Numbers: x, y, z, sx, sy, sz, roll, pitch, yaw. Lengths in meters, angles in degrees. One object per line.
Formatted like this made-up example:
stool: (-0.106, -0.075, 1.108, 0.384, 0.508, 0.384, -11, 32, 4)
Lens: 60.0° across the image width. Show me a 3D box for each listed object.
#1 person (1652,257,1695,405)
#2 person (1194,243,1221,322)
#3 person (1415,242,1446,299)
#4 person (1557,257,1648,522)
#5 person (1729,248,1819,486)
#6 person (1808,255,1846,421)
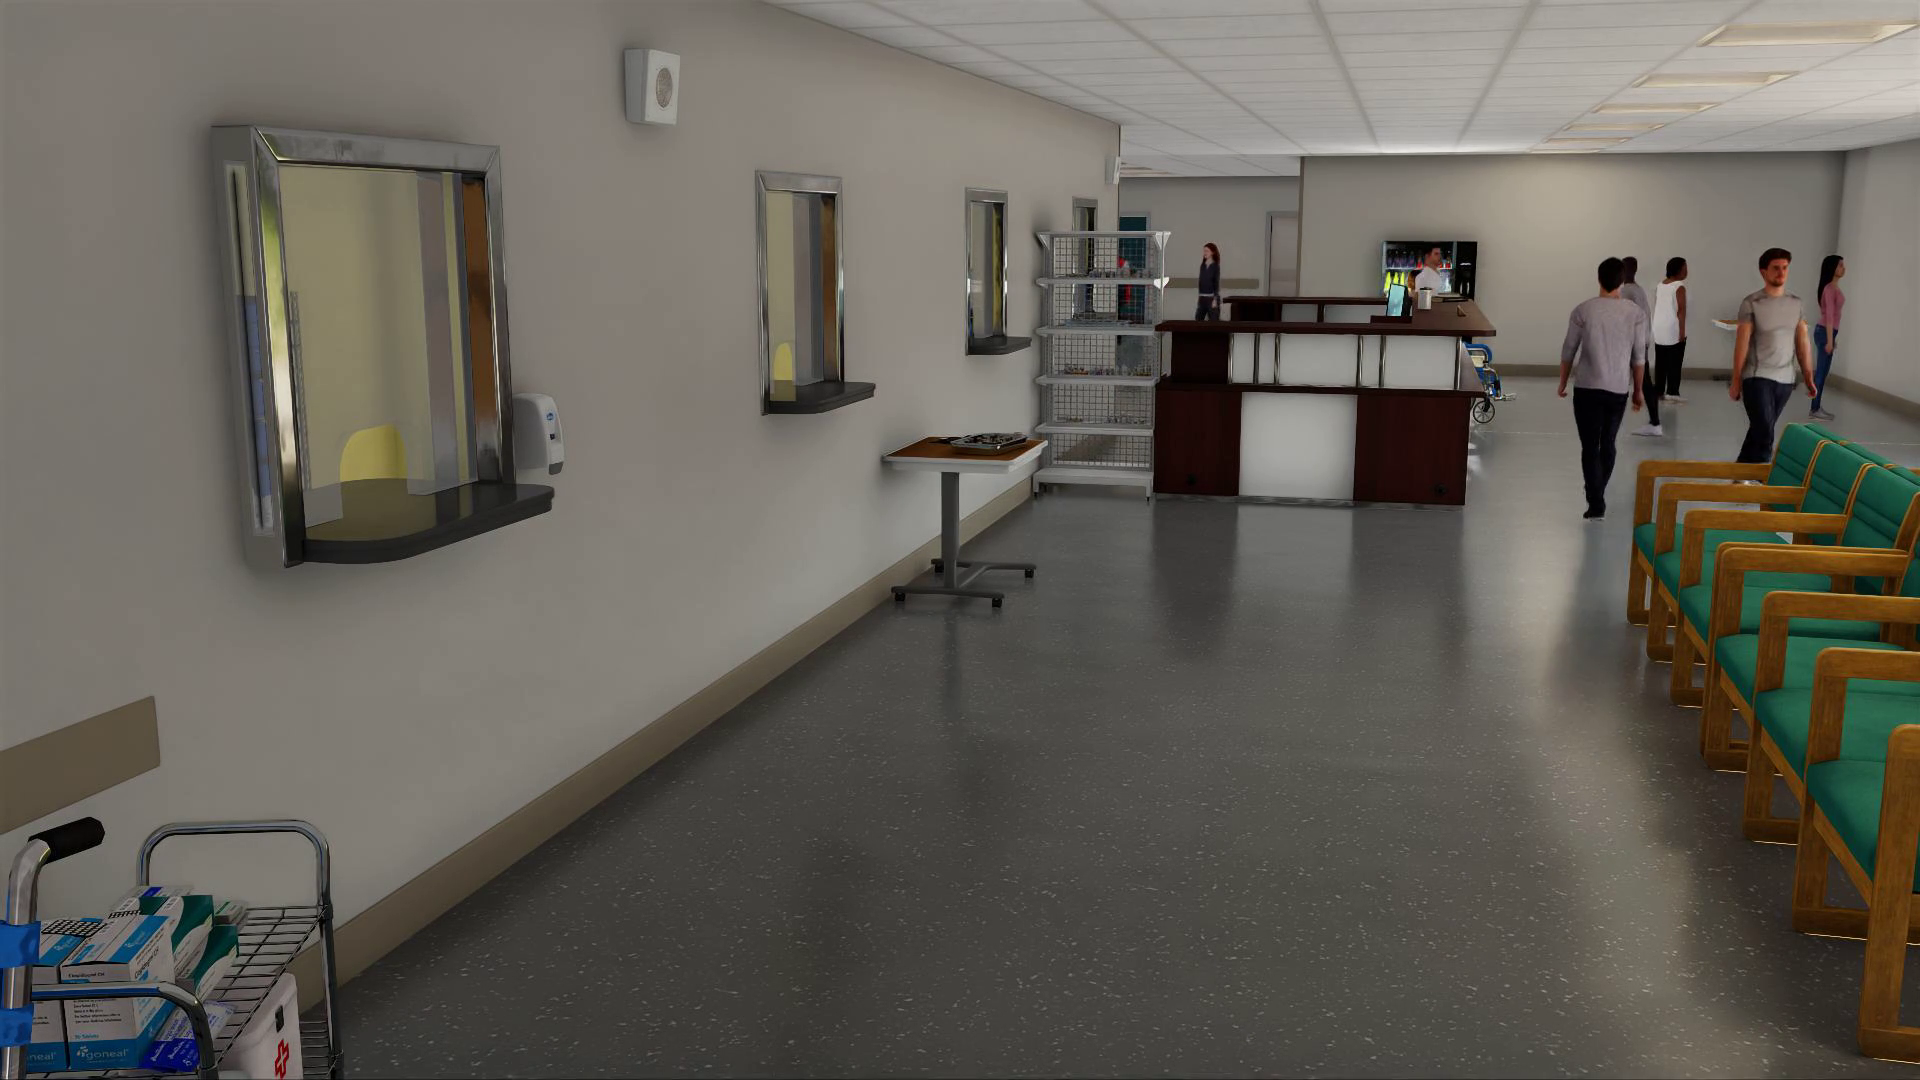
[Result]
person: (8.310, -2.450, 19.394, 0.749, 1.687, 0.751, -2, 11, -9)
person: (3.919, -3.693, 25.739, 0.855, 1.765, 0.797, -8, 13, -37)
person: (5.304, -2.462, 19.053, 0.945, 1.838, 0.870, 10, 15, 43)
person: (4.428, -0.989, 11.440, 1.182, 1.783, 0.875, 1, 11, 5)
person: (5.854, -1.154, 12.151, 1.213, 1.842, 1.006, -1, 11, -7)
person: (9.281, -2.175, 17.802, 0.603, 1.742, 0.631, 7, 13, 33)
